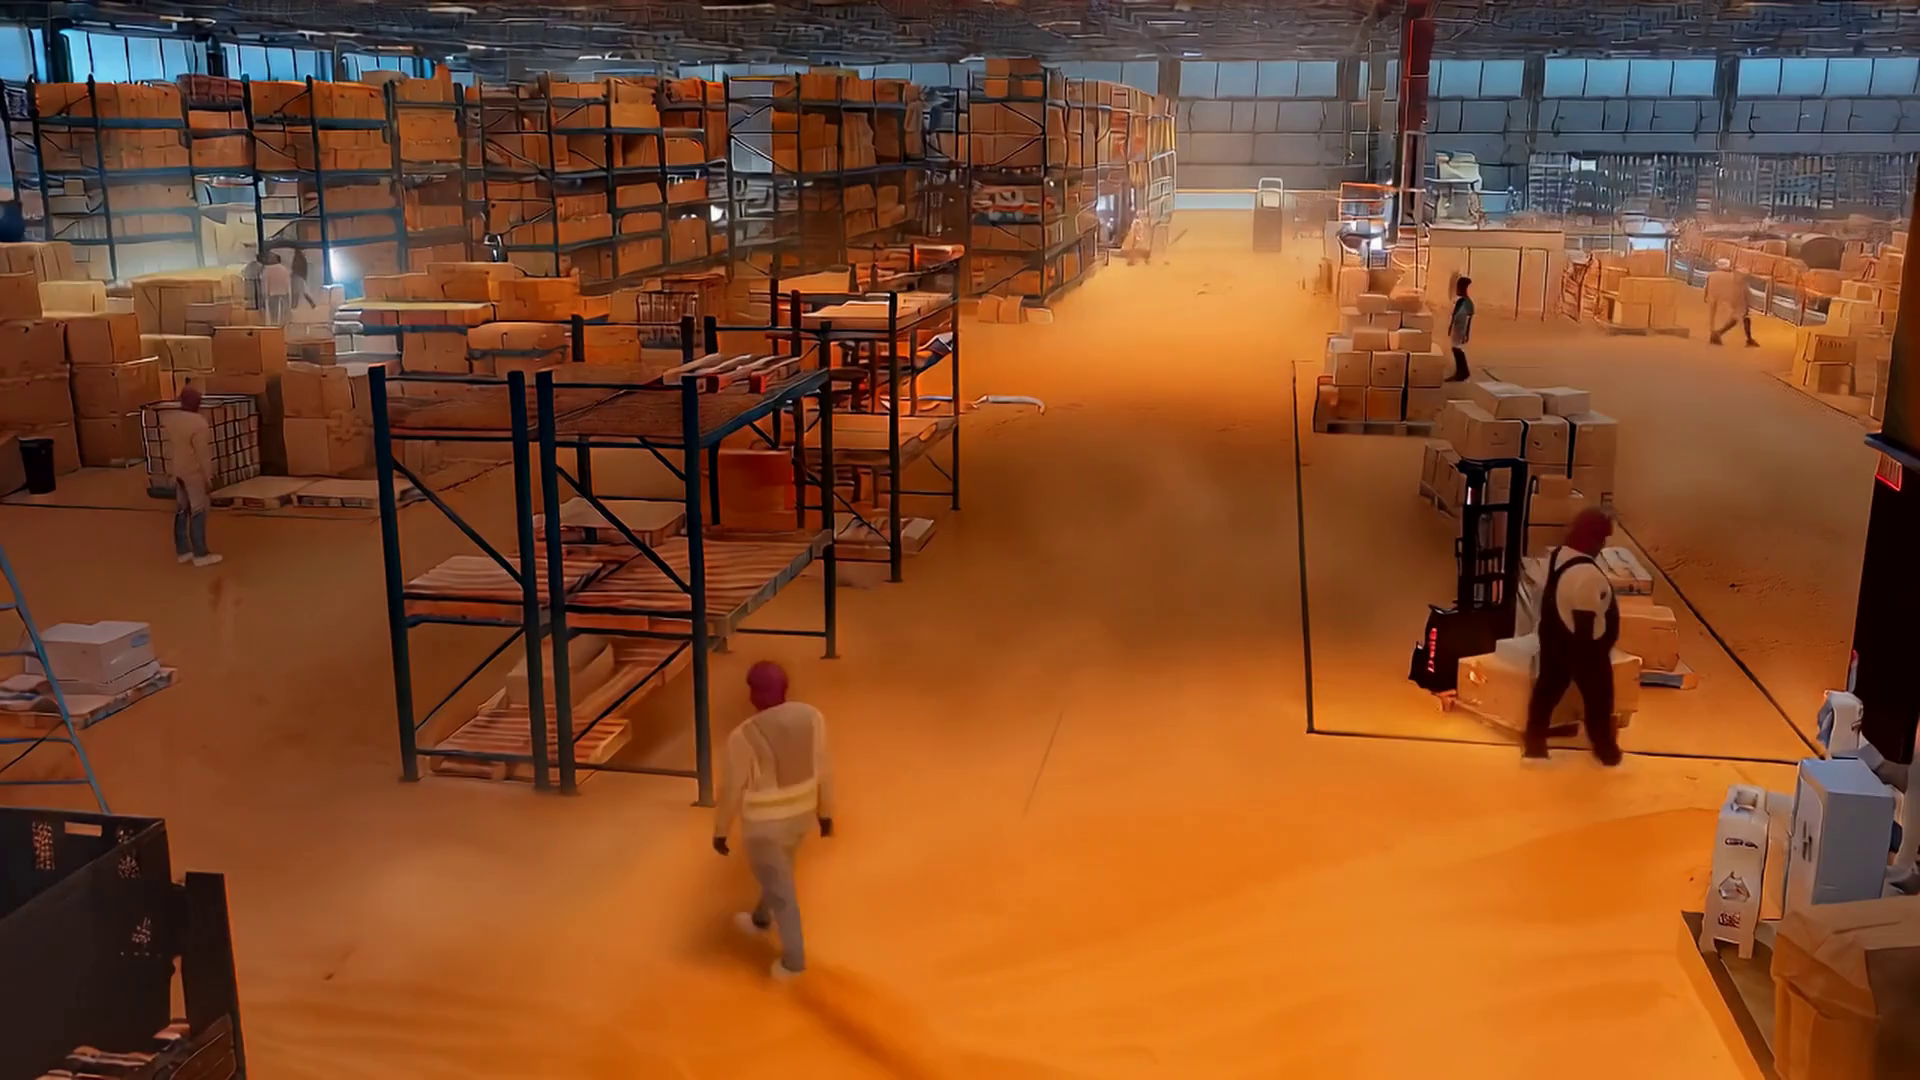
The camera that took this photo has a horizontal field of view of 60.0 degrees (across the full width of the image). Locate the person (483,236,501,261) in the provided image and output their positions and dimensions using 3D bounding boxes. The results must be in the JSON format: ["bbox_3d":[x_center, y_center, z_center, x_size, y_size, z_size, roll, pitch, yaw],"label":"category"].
[{"bbox_3d":[-14.158,-8.625,50.392,0.618,1.836,0.430,-12,18,-40],"label":"person"}]

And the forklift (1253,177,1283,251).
[{"bbox_3d":[12.083,-12.747,64.956,1.129,2.768,1.873,3,14,10],"label":"forklift"}]

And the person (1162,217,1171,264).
[{"bbox_3d":[7.306,-10.580,58.723,0.277,1.631,0.507,0,14,0],"label":"person"}]

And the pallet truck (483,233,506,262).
[{"bbox_3d":[-11.832,-7.026,43.548,1.885,1.965,0.823,8,16,28],"label":"pallet truck"}]

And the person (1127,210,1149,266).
[{"bbox_3d":[6.167,-10.454,57.656,0.675,1.913,0.550,12,18,40],"label":"person"}]

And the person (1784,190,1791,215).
[{"bbox_3d":[40.885,-16.483,82.056,0.618,1.952,1.028,2,14,6],"label":"person"}]

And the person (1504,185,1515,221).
[{"bbox_3d":[28.676,-17.574,86.728,0.591,1.824,0.404,13,19,42],"label":"person"}]

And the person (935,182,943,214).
[{"bbox_3d":[-1.155,-19.179,93.282,0.504,1.799,0.630,6,15,22],"label":"person"}]

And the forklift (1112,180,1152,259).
[{"bbox_3d":[6.082,-11.722,60.796,1.873,2.768,1.129,2,14,9],"label":"forklift"}]

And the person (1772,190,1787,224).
[{"bbox_3d":[39.596,-15.979,80.244,0.484,1.825,0.600,5,15,20],"label":"person"}]

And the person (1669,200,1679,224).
[{"bbox_3d":[30.134,-13.520,70.401,0.485,1.751,0.544,3,14,13],"label":"person"}]

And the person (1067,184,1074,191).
[{"bbox_3d":[5.676,-17.638,86.724,0.625,1.958,0.995,1,14,5],"label":"person"}]

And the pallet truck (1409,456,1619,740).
[{"bbox_3d":[4.504,0.400,13.395,0.823,1.965,1.885,-6,15,-23],"label":"pallet truck"}]

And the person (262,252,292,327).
[{"bbox_3d":[-15.407,-5.520,37.574,0.630,1.931,0.366,-10,17,-36],"label":"person"}]

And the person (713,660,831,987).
[{"bbox_3d":[-1.113,1.522,9.225,0.872,1.807,0.660,13,19,43],"label":"person"}]

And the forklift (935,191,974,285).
[{"bbox_3d":[-0.091,-9.197,50.543,1.129,2.768,1.873,3,14,10],"label":"forklift"}]

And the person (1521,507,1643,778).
[{"bbox_3d":[4.563,0.715,12.029,0.904,2.000,0.697,-2,14,-8],"label":"person"}]

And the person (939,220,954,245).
[{"bbox_3d":[-0.473,-10.338,57.716,0.529,1.645,0.908,1,14,5],"label":"person"}]

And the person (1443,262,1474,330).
[{"bbox_3d":[11.699,-5.697,38.931,0.705,1.602,0.541,4,14,16],"label":"person"}]

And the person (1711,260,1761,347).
[{"bbox_3d":[16.885,-5.127,36.065,0.996,1.895,0.545,6,15,22],"label":"person"}]

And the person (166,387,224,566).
[{"bbox_3d":[-8.289,-0.688,17.982,0.644,1.926,0.392,9,16,32],"label":"person"}]

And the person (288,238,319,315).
[{"bbox_3d":[-16.865,-6.700,42.334,0.879,1.949,0.667,-5,15,-18],"label":"person"}]

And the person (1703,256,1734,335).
[{"bbox_3d":[17.289,-5.551,37.933,0.602,1.817,0.681,4,15,18],"label":"person"}]

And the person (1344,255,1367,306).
[{"bbox_3d":[9.289,-5.807,39.105,0.530,1.754,0.457,10,17,35],"label":"person"}]

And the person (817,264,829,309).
[{"bbox_3d":[-3.065,-5.327,37.270,0.319,1.696,0.532,0,14,0],"label":"person"}]

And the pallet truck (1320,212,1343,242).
[{"bbox_3d":[15.874,-13.227,70.310,0.680,1.201,1.601,10,17,35],"label":"pallet truck"}]

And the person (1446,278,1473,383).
[{"bbox_3d":[9.327,-3.895,30.943,0.442,1.977,0.627,0,14,0],"label":"person"}]

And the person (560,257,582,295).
[{"bbox_3d":[-9.415,-6.038,40.297,0.526,1.629,0.313,1,14,3],"label":"person"}]

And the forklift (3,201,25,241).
[{"bbox_3d":[-24.312,-7.333,42.977,1.873,2.768,1.129,-9,17,-33],"label":"forklift"}]

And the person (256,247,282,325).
[{"bbox_3d":[-16.444,-6.034,39.680,0.590,1.919,0.396,-3,14,-12],"label":"person"}]
